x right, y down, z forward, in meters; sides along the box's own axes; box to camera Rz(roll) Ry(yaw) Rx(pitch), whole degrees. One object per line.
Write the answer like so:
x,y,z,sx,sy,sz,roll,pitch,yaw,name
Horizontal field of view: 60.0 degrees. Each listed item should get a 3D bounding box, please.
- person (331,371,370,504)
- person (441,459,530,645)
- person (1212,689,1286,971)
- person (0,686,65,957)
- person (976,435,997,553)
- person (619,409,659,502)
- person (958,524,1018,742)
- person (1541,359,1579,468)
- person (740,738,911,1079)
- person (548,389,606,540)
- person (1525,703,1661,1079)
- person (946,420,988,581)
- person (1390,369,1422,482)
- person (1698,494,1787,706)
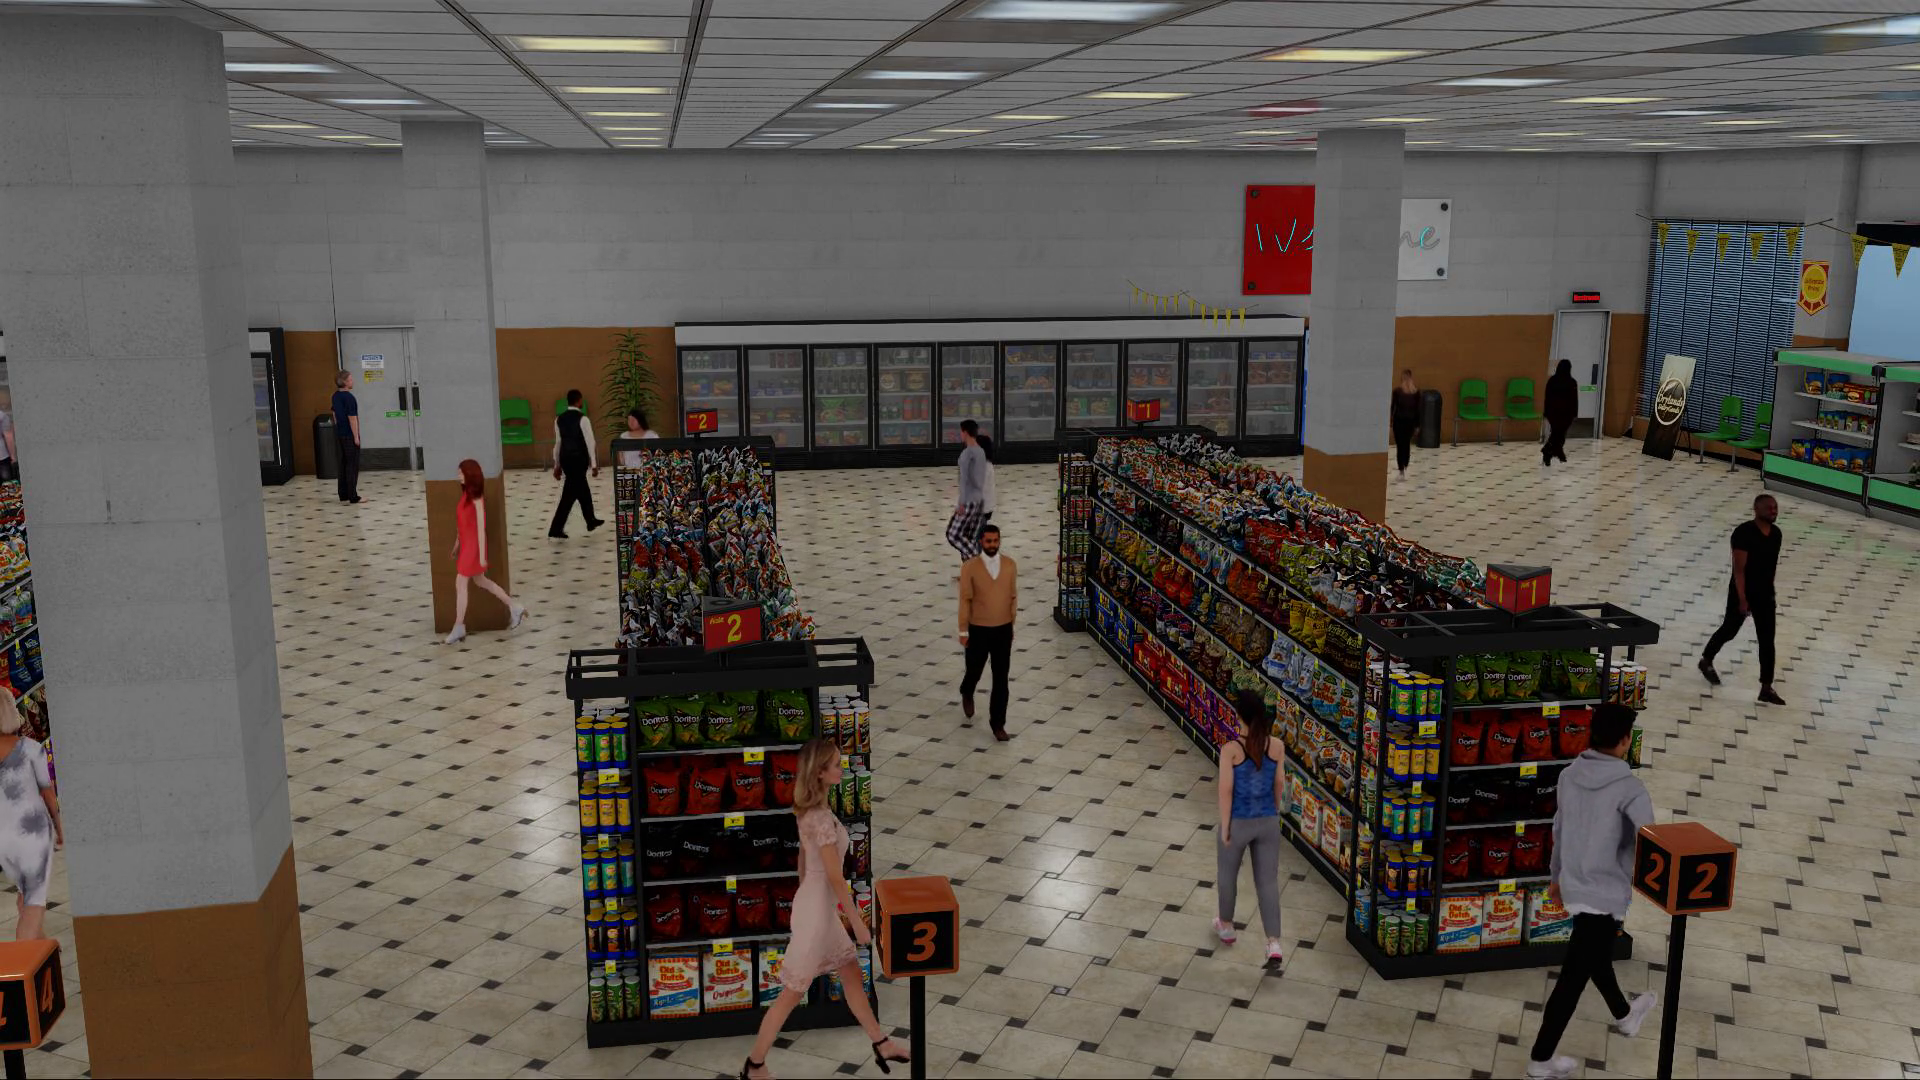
-8.683,-1.469,23.598,0.692,1.871,0.796,11,16,43,person
-4.665,0.112,16.282,0.853,1.792,1.100,-6,13,-25,person
1.680,1.659,9.448,0.592,1.581,1.041,-1,12,-6,person
-5.140,1.675,9.052,0.581,1.713,1.074,-1,12,-7,person
0.314,-0.396,19.091,0.740,1.629,0.568,0,12,2,person
-4.036,-0.846,21.136,0.831,1.667,0.896,3,12,12,person
0.212,0.722,13.530,0.734,1.731,1.083,-3,12,-16,person
9.433,-1.949,26.274,1.058,1.708,1.177,-9,15,-36,person
-0.791,1.863,7.999,0.665,1.779,1.055,-2,12,-8,person
-4.907,-0.901,20.923,1.259,1.863,1.346,7,14,29,person
3.048,1.786,8.173,0.998,1.857,1.258,-6,13,-27,person
0.186,-0.418,18.698,0.915,1.834,0.852,4,13,20,person
6.777,-1.734,25.310,0.669,1.684,0.828,-1,12,-5,person
6.815,0.496,14.506,0.692,1.773,1.245,-3,12,-13,person
